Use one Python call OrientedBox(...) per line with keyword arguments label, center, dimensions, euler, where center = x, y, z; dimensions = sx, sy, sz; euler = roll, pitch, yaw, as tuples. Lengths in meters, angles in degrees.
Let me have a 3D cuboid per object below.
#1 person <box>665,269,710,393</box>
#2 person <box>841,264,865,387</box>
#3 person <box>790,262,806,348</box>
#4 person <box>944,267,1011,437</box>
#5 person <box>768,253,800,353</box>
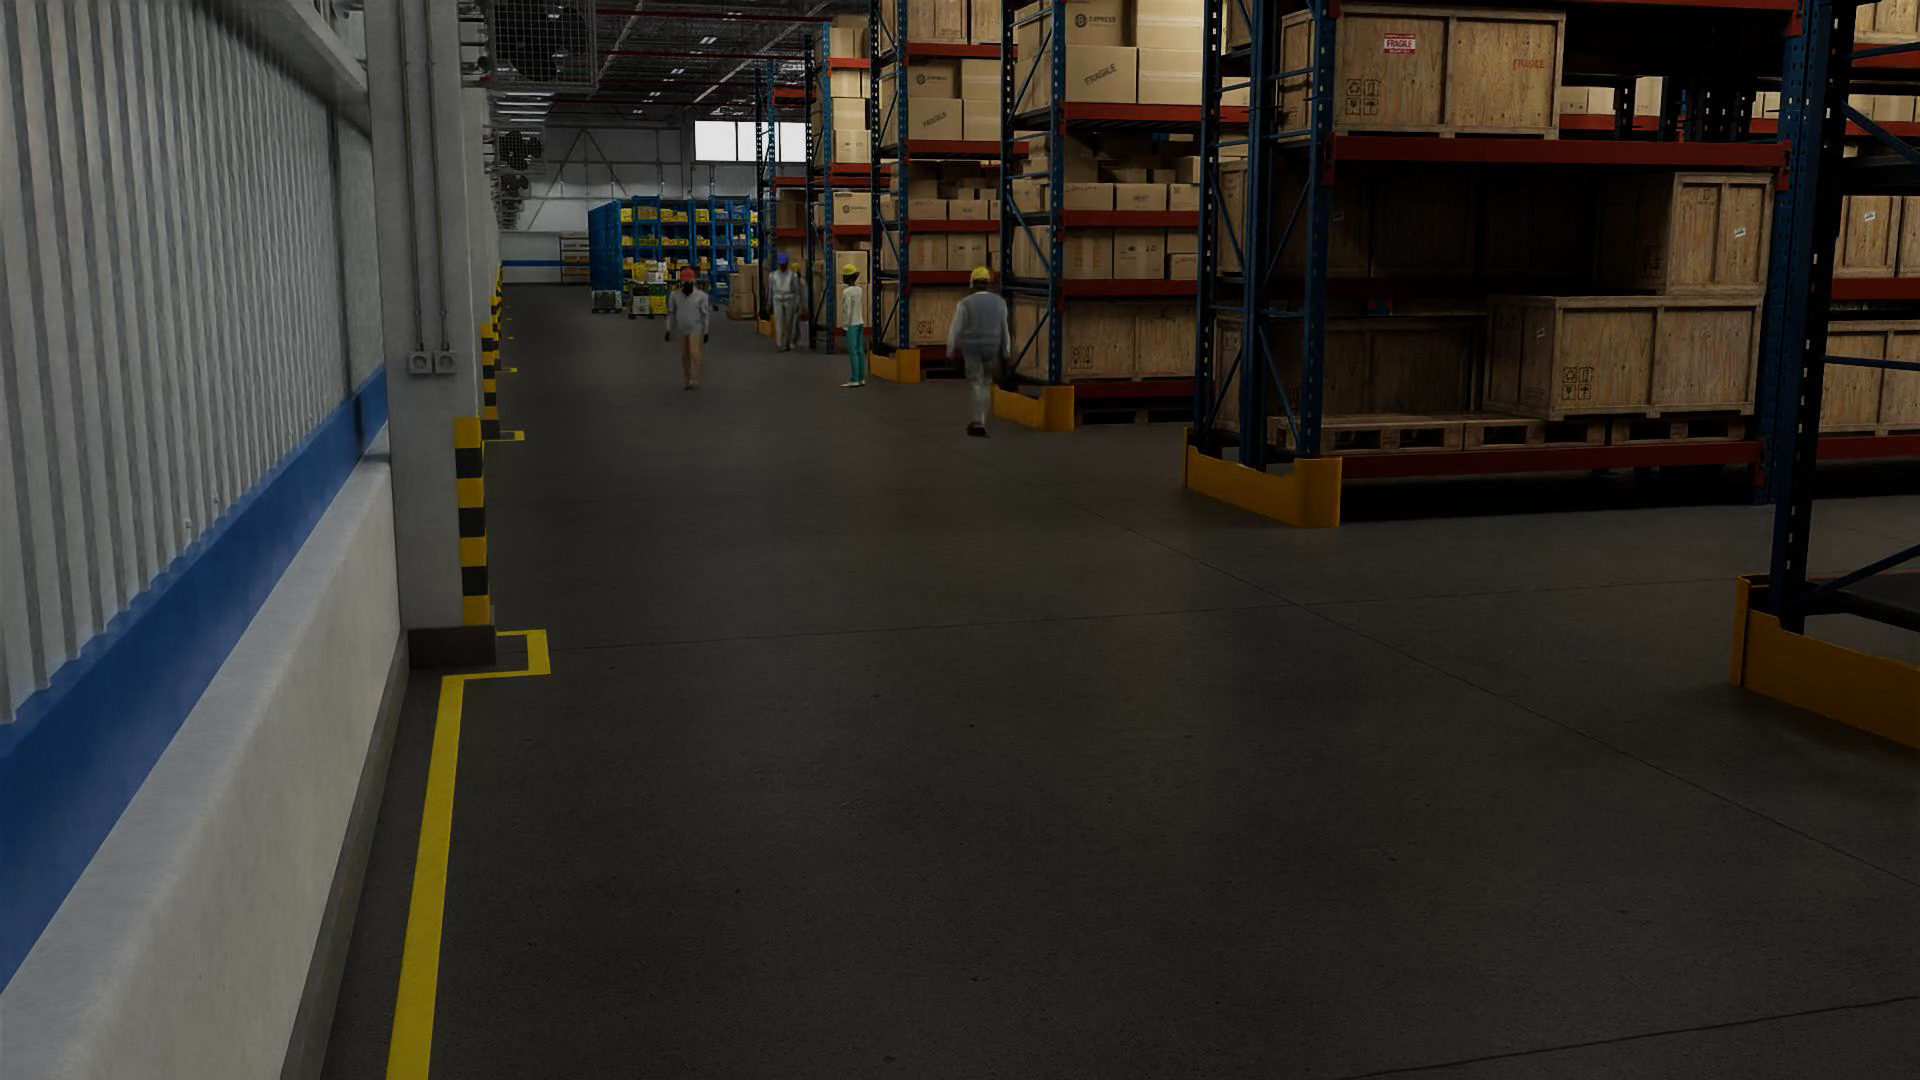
OrientedBox(label="person", center=(-3.809, -2.912, 23.197), dimensions=(0.581, 1.702, 0.906), euler=(1, 10, 6))
OrientedBox(label="person", center=(-1.562, -3.083, 23.983), dimensions=(0.329, 1.769, 0.526), euler=(4, 11, 22))
OrientedBox(label="person", center=(-3.295, -4.701, 33.301), dimensions=(0.494, 1.704, 0.583), euler=(3, 11, 18))
OrientedBox(label="person", center=(0.158, -2.015, 17.824), dimensions=(0.720, 1.793, 0.690), euler=(-5, 11, -27))
OrientedBox(label="person", center=(-3.379, -4.556, 31.965), dimensions=(0.616, 1.909, 0.964), euler=(-1, 10, -5))
